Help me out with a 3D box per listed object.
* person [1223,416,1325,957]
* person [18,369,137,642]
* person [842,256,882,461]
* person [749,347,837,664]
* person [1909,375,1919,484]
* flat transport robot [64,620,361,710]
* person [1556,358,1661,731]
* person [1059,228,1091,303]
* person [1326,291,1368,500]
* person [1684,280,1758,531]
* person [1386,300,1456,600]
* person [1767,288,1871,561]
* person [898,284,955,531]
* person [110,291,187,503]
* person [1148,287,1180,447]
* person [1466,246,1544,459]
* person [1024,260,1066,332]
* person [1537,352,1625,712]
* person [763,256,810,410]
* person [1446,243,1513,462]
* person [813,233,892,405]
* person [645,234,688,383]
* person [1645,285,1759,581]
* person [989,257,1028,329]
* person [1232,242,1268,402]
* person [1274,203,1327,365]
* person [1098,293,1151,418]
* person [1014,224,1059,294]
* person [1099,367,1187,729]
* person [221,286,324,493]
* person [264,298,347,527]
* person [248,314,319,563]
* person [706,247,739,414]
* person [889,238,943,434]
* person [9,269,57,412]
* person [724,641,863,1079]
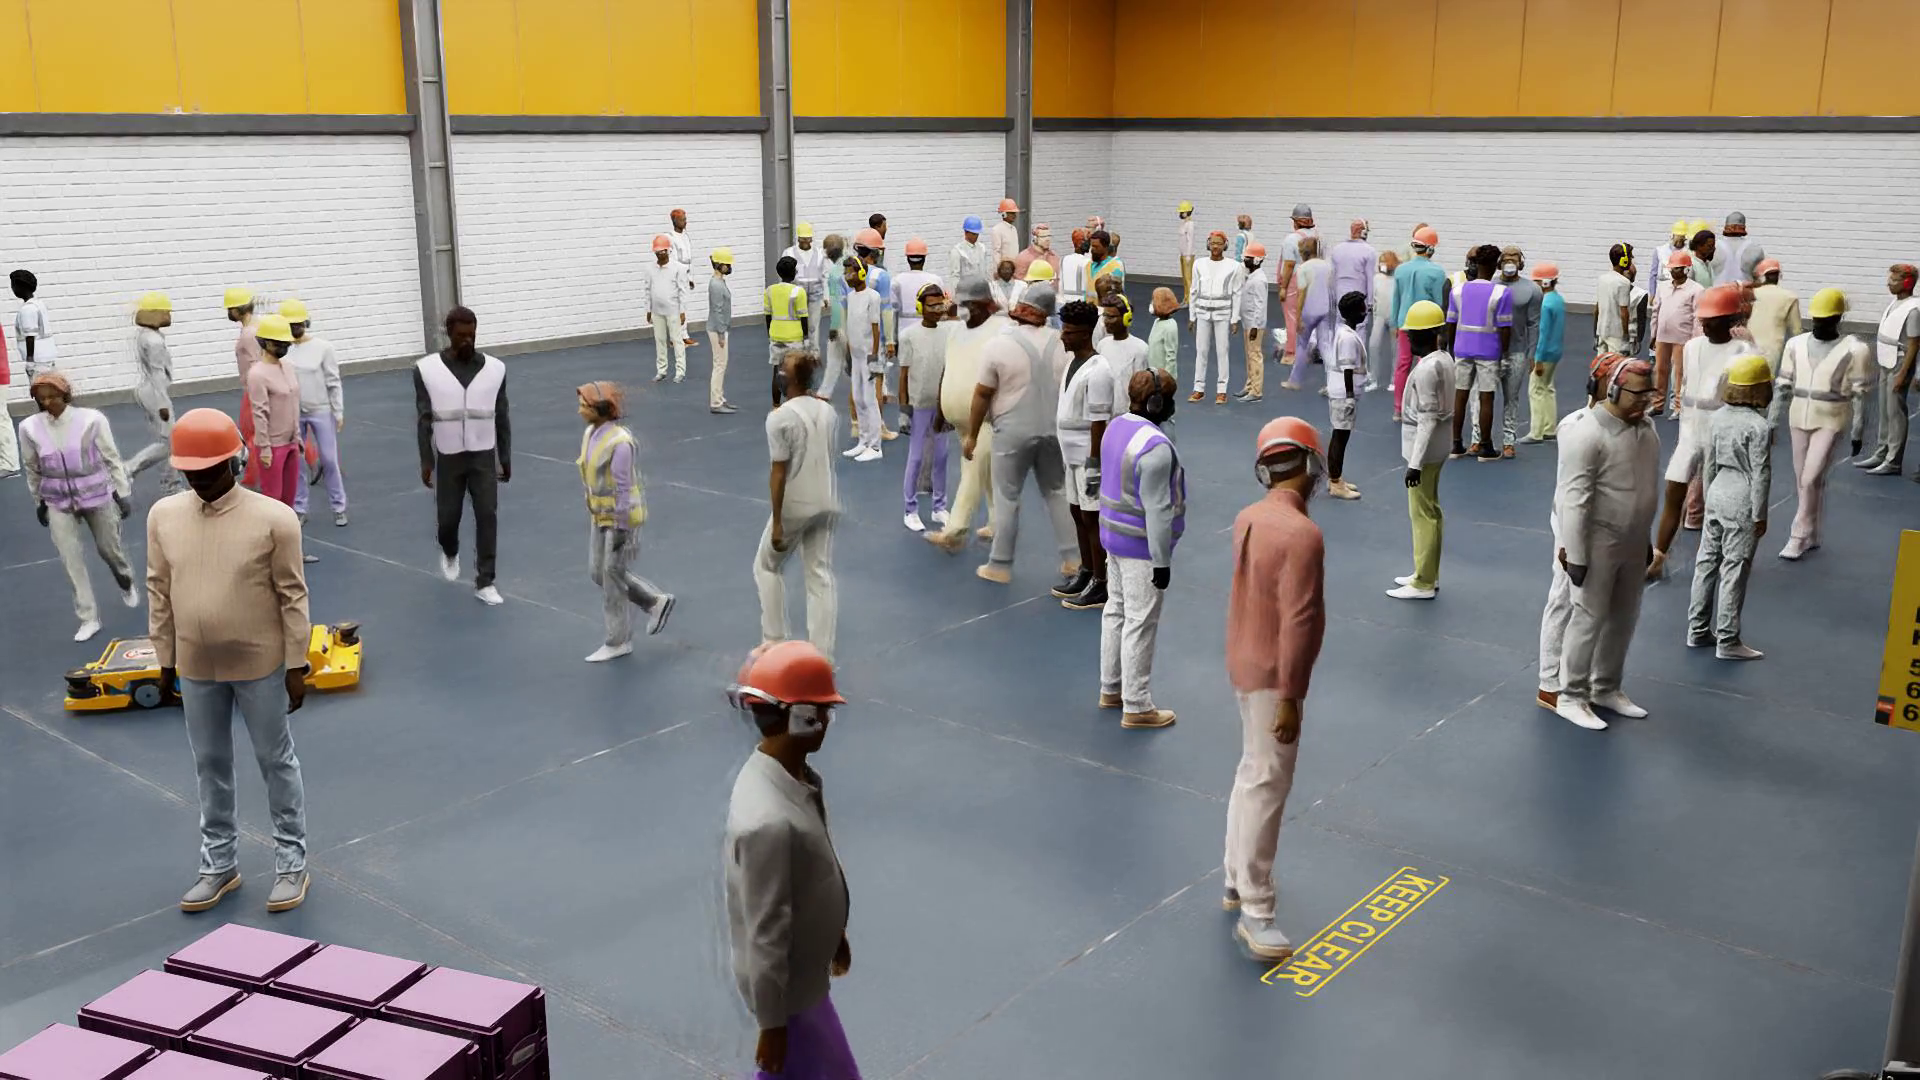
[{"bbox_3d":[1.206,0.541,6.230,0.405,1.951,0.784,-2,14,-9],"label":"person"},{"bbox_3d":[-5.269,-0.247,10.002,0.547,1.616,0.641,-3,14,-12],"label":"person"},{"bbox_3d":[-0.903,-1.653,15.165,0.350,1.856,0.524,-10,17,-34],"label":"person"},{"bbox_3d":[-0.948,-0.161,9.260,0.660,1.817,0.519,13,19,41],"label":"person"},{"bbox_3d":[8.401,-1.415,14.063,0.550,1.928,0.393,4,15,14],"label":"person"},{"bbox_3d":[-4.043,0.670,9.082,1.431,0.197,0.652,-4,15,-17],"label":"flat transport robot"},{"bbox_3d":[3.295,0.019,8.406,0.659,1.892,0.398,-10,17,-34],"label":"person"},{"bbox_3d":[1.337,-2.530,18.605,0.351,1.882,0.581,-9,17,-33],"label":"person"},{"bbox_3d":[3.171,-1.189,13.622,0.317,1.696,0.538,2,14,8],"label":"person"},{"bbox_3d":[5.649,-0.956,12.267,0.408,1.909,0.638,-1,14,-2],"label":"person"},{"bbox_3d":[2.964,-0.571,10.689,0.376,1.922,0.594,7,15,25],"label":"person"},{"bbox_3d":[5.932,-0.800,11.649,0.817,1.895,0.599,-9,17,-32],"label":"person"},{"bbox_3d":[-0.239,-0.995,12.520,0.510,1.862,0.320,-8,16,-28],"label":"person"},{"bbox_3d":[-6.476,-1.110,13.253,0.580,1.711,0.512,-7,16,-27],"label":"person"},{"bbox_3d":[1.756,-1.393,14.568,0.284,1.633,0.500,-3,14,-10],"label":"person"},{"bbox_3d":[4.971,-1.715,15.235,0.628,1.940,0.373,6,15,22],"label":"person"},{"bbox_3d":[0.743,-1.621,15.091,0.403,1.826,0.605,-9,16,-31],"label":"person"},{"bbox_3d":[3.261,-0.036,8.634,0.573,1.884,0.359,-13,19,-41],"label":"person"},{"bbox_3d":[-1.773,-2.079,17.178,0.542,1.695,0.316,8,16,30],"label":"person"},{"bbox_3d":[4.709,-1.700,15.117,0.608,1.965,0.370,12,18,40],"label":"person"},{"bbox_3d":[-1.204,-2.353,17.923,0.983,1.893,0.631,0,14,0],"label":"person"},{"bbox_3d":[-3.495,-2.742,19.731,0.566,1.744,0.349,5,15,19],"label":"person"},{"bbox_3d":[4.961,-0.690,11.039,0.949,1.997,0.623,-6,15,-24],"label":"person"},{"bbox_3d":[0.498,-2.227,17.904,0.519,1.633,0.313,-2,14,-6],"label":"person"},{"bbox_3d":[3.218,-2.407,18.364,0.320,1.756,0.563,0,14,1],"label":"person"},{"bbox_3d":[4.297,-3.271,21.246,0.684,2.000,0.538,-10,17,-36],"label":"person"},{"bbox_3d":[1.146,-0.813,11.780,0.316,1.868,0.542,-11,18,-37],"label":"person"},{"bbox_3d":[0.920,-2.638,18.984,0.639,1.910,0.407,-12,18,-39],"label":"person"},{"bbox_3d":[0.926,0.035,8.467,0.431,1.835,0.624,-4,15,-16],"label":"person"},{"bbox_3d":[-5.733,-1.244,13.789,0.751,1.731,0.551,-4,15,-15],"label":"person"},{"bbox_3d":[-4.924,-0.946,12.547,0.535,1.756,0.374,-3,14,-11],"label":"person"},{"bbox_3d":[-4.626,-0.655,11.355,0.328,1.765,0.528,1,14,6],"label":"person"},{"bbox_3d":[-2.512,-2.209,17.591,0.342,1.754,0.531,-2,14,-6],"label":"person"},{"bbox_3d":[-0.422,-2.010,16.440,0.548,1.929,0.388,3,14,12],"label":"person"},{"bbox_3d":[-8.718,-1.709,15.722,0.320,1.686,0.539,-4,15,-17],"label":"person"},{"bbox_3d":[-0.307,1.115,4.389,0.694,1.708,0.593,0,14,-1],"label":"person"}]
